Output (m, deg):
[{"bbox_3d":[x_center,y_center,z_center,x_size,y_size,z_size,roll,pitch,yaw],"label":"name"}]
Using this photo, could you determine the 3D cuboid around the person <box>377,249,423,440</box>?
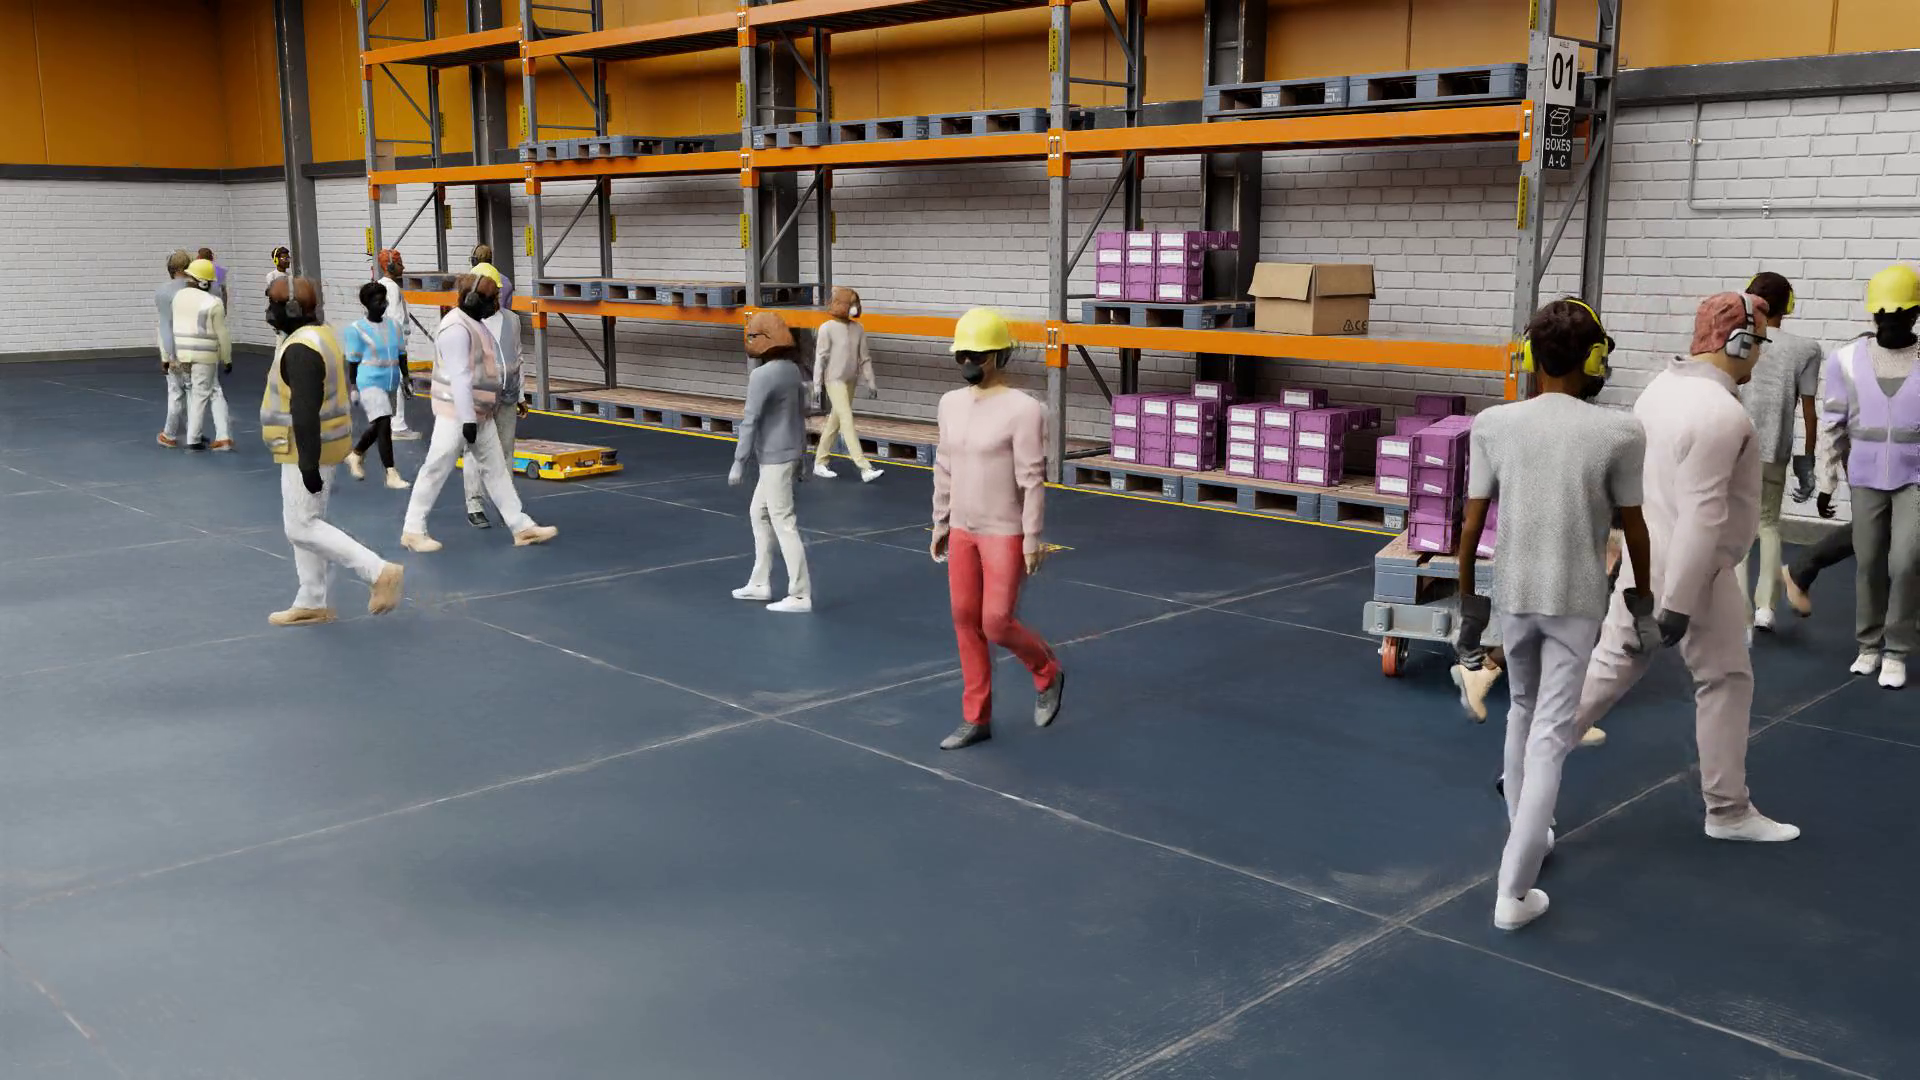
[{"bbox_3d":[-5.624,-1.937,16.537,0.354,1.883,0.576,-7,13,-34],"label":"person"}]

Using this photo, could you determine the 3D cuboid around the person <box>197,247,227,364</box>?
[{"bbox_3d":[-11.825,-3.676,26.165,0.600,1.829,0.455,-9,14,-41],"label":"person"}]

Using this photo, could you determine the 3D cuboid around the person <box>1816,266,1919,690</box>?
[{"bbox_3d":[4.190,-0.278,7.498,0.616,1.885,0.610,9,14,41],"label":"person"}]

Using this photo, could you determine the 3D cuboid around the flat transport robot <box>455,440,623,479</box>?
[{"bbox_3d":[-3.617,-0.706,14.222,1.431,0.197,0.652,7,13,35],"label":"flat transport robot"}]

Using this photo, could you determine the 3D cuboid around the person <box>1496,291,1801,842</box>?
[{"bbox_3d":[2.308,0.106,5.512,0.966,1.862,0.650,0,10,-1],"label":"person"}]

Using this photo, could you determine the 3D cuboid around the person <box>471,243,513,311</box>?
[{"bbox_3d":[-4.694,-1.956,16.488,0.373,1.940,0.629,6,12,28],"label":"person"}]

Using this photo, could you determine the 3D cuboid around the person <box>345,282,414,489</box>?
[{"bbox_3d":[-4.760,-1.255,13.443,0.803,1.666,0.528,5,12,26],"label":"person"}]

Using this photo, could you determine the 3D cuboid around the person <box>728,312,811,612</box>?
[{"bbox_3d":[-1.082,-0.412,8.958,0.661,1.611,0.515,3,11,15],"label":"person"}]

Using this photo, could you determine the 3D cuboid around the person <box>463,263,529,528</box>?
[{"bbox_3d":[-3.277,-1.006,11.599,0.404,1.832,0.598,9,14,41],"label":"person"}]

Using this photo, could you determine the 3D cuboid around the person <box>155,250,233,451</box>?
[{"bbox_3d":[-7.229,-1.769,15.637,1.011,1.890,0.641,8,13,37],"label":"person"}]

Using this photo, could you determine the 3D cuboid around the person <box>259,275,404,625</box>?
[{"bbox_3d":[-3.269,-0.442,8.557,0.621,1.828,0.636,-2,11,-13],"label":"person"}]

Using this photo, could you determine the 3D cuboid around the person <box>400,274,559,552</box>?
[{"bbox_3d":[-3.164,-0.810,10.695,0.999,1.780,0.685,0,10,0],"label":"person"}]

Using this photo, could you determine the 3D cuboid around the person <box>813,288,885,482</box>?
[{"bbox_3d":[-0.923,-1.274,13.712,0.869,1.577,0.516,8,13,38],"label":"person"}]

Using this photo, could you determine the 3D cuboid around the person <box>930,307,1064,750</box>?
[{"bbox_3d":[0.139,-0.040,6.563,0.478,1.752,0.527,-10,15,-44],"label":"person"}]

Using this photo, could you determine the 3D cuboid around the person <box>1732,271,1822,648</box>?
[{"bbox_3d":[3.943,-0.395,8.252,0.508,1.837,0.577,3,11,15],"label":"person"}]

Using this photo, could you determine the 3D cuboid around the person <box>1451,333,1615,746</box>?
[{"bbox_3d":[2.284,-0.006,6.565,0.560,1.665,0.580,1,10,8],"label":"person"}]

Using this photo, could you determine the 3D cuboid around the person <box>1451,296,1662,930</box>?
[{"bbox_3d":[1.825,0.201,5.011,0.521,1.838,0.852,9,13,39],"label":"person"}]

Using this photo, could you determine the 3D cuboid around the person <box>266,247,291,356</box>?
[{"bbox_3d":[-8.768,-2.863,21.625,0.325,1.871,0.521,1,10,7],"label":"person"}]

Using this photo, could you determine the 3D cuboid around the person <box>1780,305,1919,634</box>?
[{"bbox_3d":[4.621,-0.436,8.511,0.539,1.830,0.627,-9,14,-41],"label":"person"}]

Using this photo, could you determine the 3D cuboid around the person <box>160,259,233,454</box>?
[{"bbox_3d":[-7.106,-1.725,15.618,0.605,1.798,0.706,1,10,8],"label":"person"}]
